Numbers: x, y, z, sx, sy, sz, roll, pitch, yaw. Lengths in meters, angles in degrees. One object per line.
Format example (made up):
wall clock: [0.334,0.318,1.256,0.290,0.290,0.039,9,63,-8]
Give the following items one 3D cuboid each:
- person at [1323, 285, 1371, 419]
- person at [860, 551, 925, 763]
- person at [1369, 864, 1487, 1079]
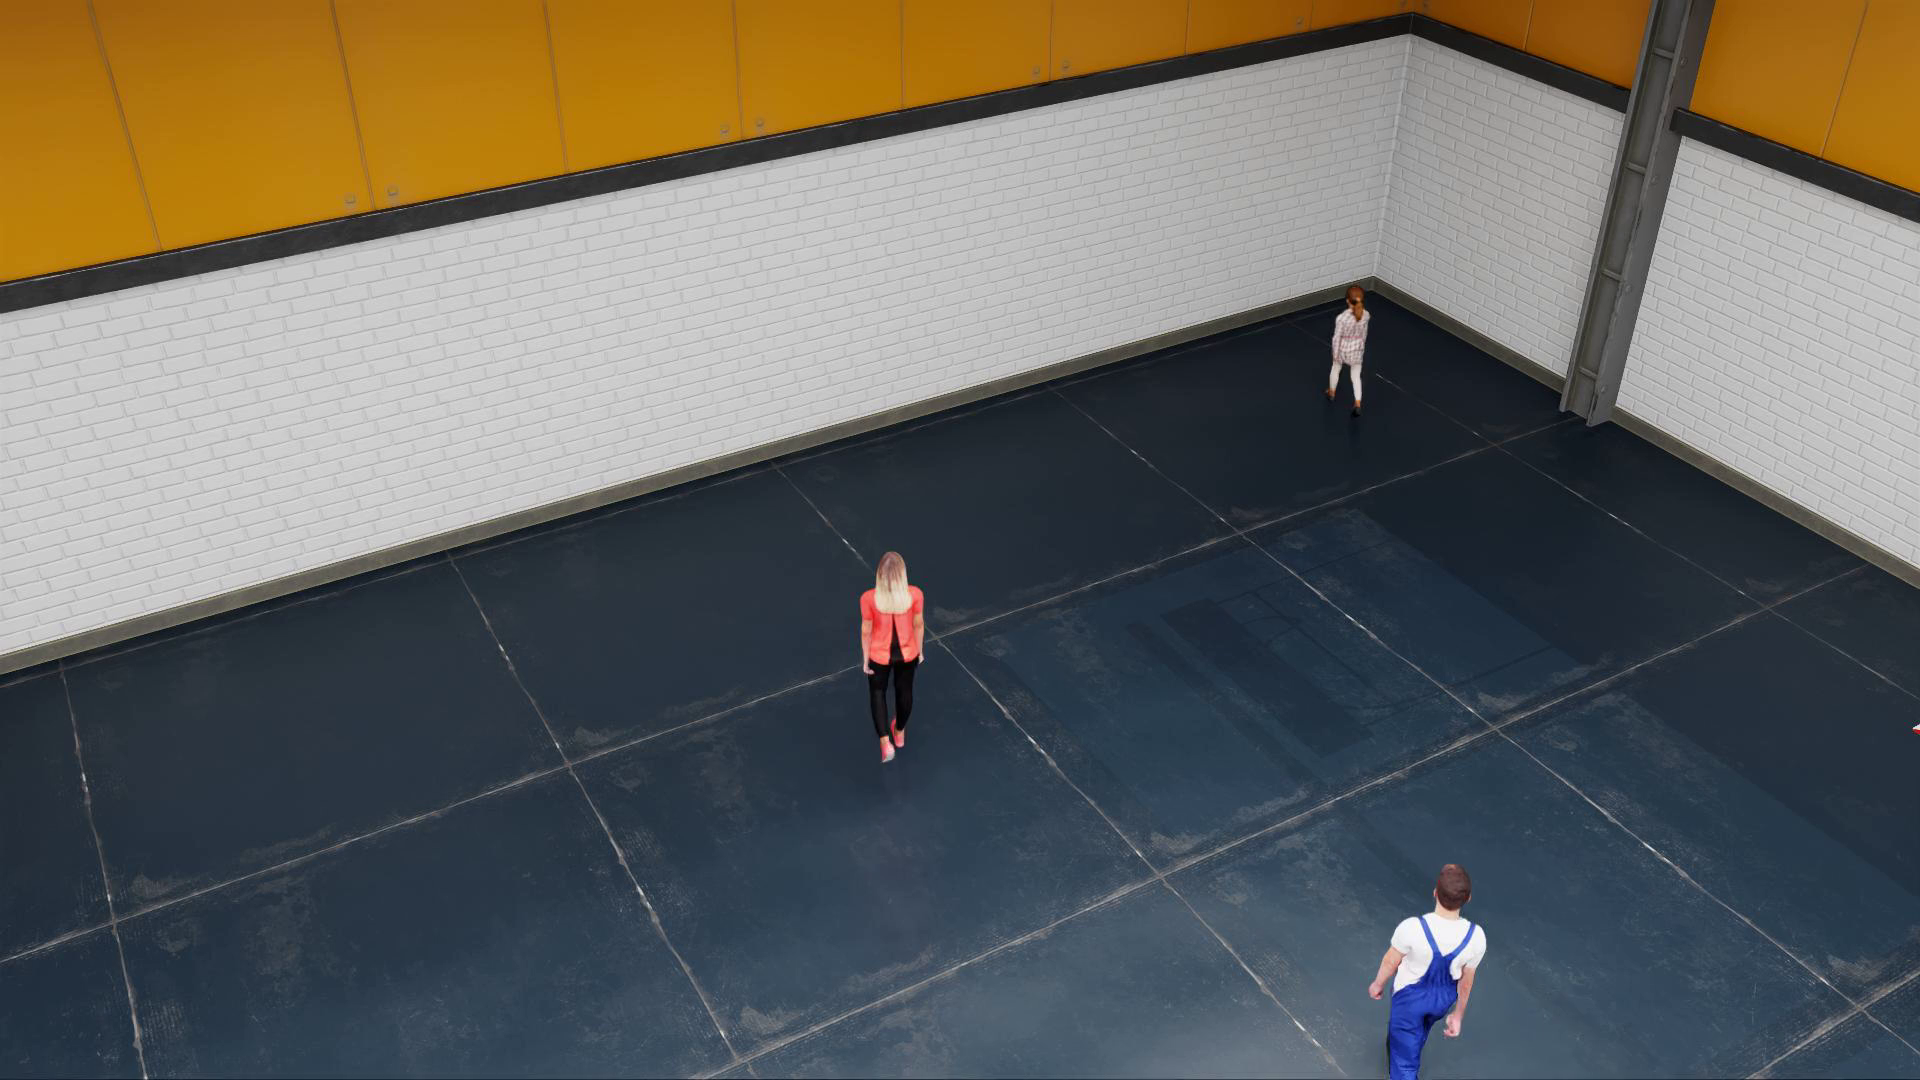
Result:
person: [3.712,-1.772,15.729,0.764,1.287,1.003,-3,34,-5]
person: [-0.452,0.840,11.447,0.794,1.677,0.976,-4,34,-6]
person: [2.446,2.528,8.790,1.102,1.808,1.347,1,34,2]
